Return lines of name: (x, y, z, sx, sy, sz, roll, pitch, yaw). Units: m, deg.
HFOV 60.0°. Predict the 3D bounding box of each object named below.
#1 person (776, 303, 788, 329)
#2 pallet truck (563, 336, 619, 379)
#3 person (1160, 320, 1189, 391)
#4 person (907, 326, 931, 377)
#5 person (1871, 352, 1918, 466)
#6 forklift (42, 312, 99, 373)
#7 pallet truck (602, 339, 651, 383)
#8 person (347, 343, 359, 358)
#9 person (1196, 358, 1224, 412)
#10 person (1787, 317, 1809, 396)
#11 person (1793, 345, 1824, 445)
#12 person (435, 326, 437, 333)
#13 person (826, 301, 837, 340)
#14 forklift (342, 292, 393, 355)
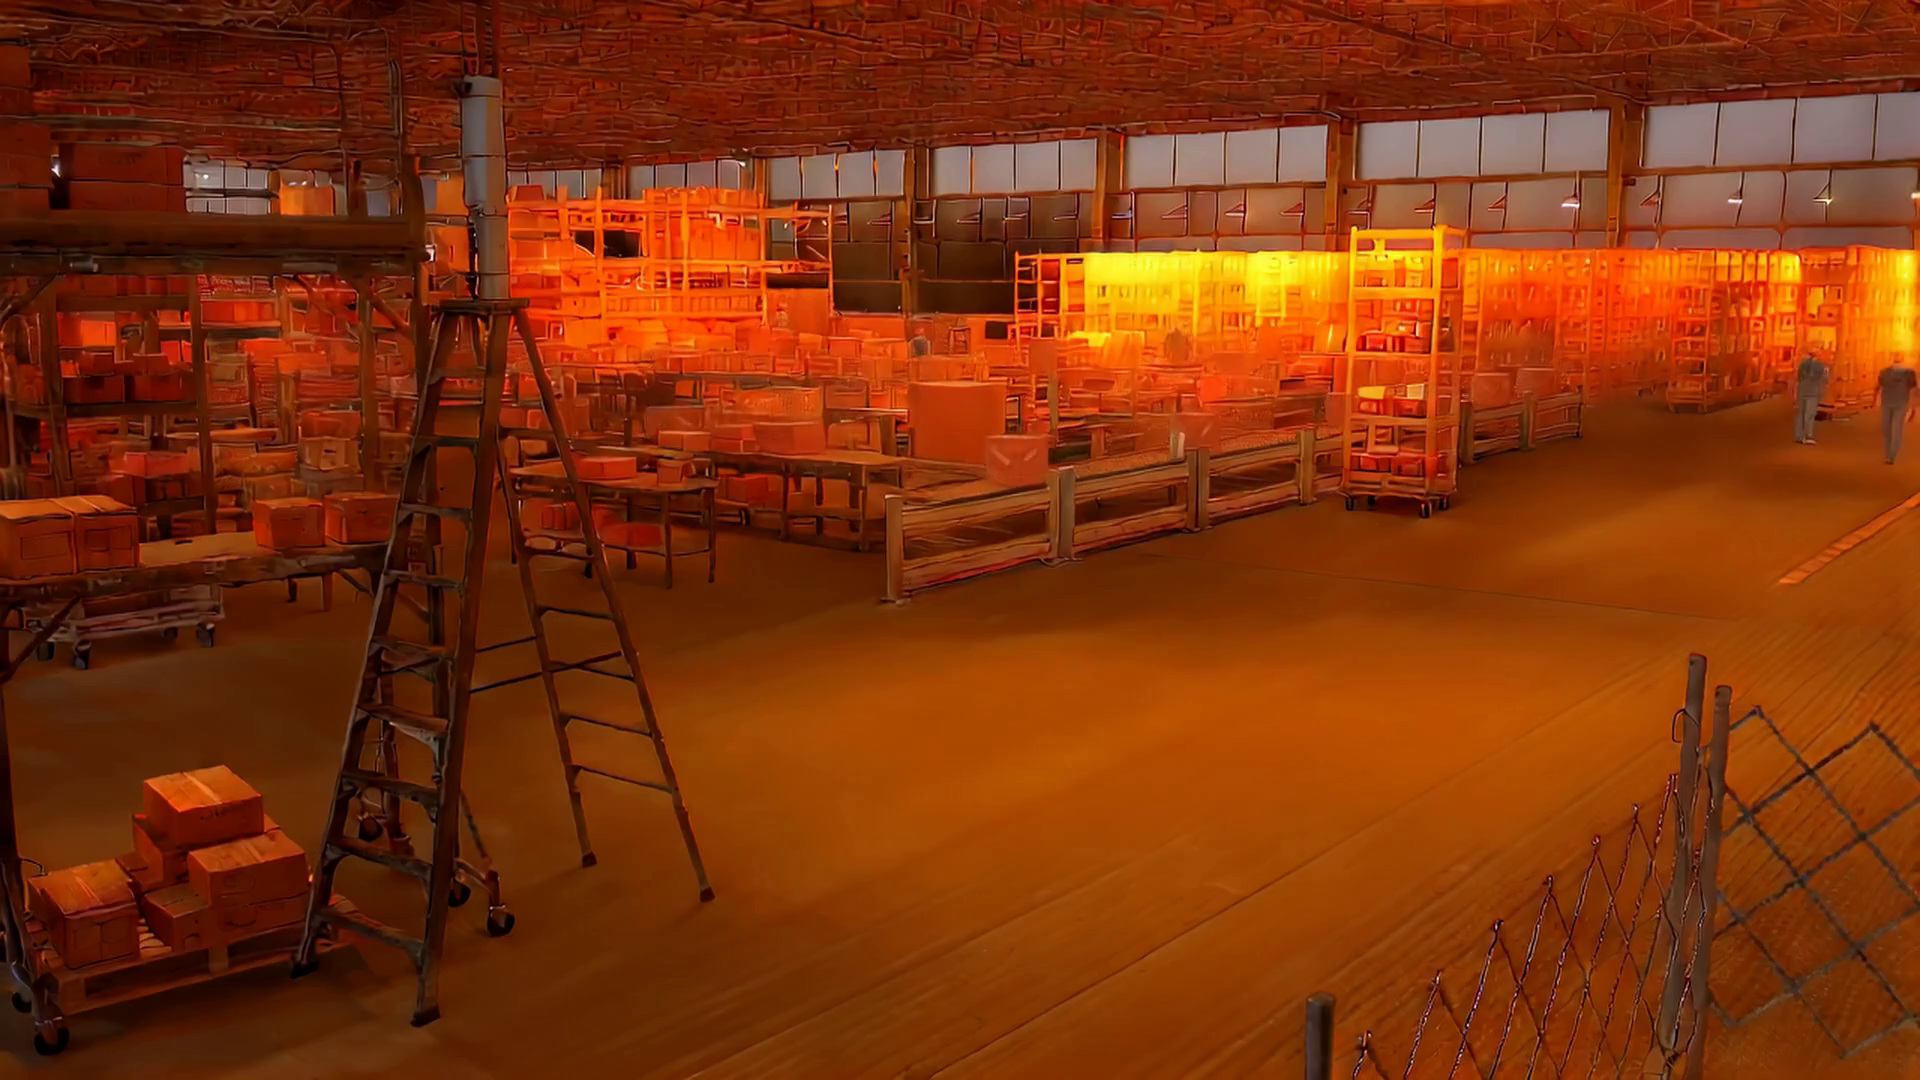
person: (-6.192, -7.242, 57.940, 0.459, 2.016, 0.662, 1, 9, 8)
pallet truck: (-10.690, -5.294, 48.215, 1.601, 1.201, 0.680, -5, 10, -26)
person: (5.306, -4.536, 41.487, 0.632, 1.865, 0.860, -6, 11, -32)
person: (-0.967, -4.049, 38.584, 0.591, 1.826, 0.403, -5, 10, -29)
person: (14.844, -2.089, 26.434, 0.986, 1.798, 0.563, -9, 13, -44)
forklift: (-23.779, -5.451, 44.052, 1.873, 2.768, 1.129, 7, 11, 36)
pallet truck: (-8.991, -4.871, 45.351, 0.653, 1.274, 1.630, 7, 11, 37)
person: (-15.322, -4.654, 42.156, 0.462, 1.891, 0.673, -2, 9, -12)
person: (4.187, -2.229, 27.824, 0.503, 1.633, 0.280, -2, 9, -14)
person: (20.751, -4.506, 40.950, 0.496, 1.979, 0.646, 8, 12, 41)
person: (15.111, -2.573, 29.559, 0.533, 1.767, 0.326, -2, 9, -14)
person: (-16.308, -6.211, 52.292, 0.542, 1.753, 0.373, 5, 11, 30)
person: (-5.394, -9.013, 69.335, 0.992, 1.910, 0.635, 7, 11, 37)
forklift: (-16.485, -5.622, 45.120, 1.129, 2.768, 1.873, 7, 11, 37)
